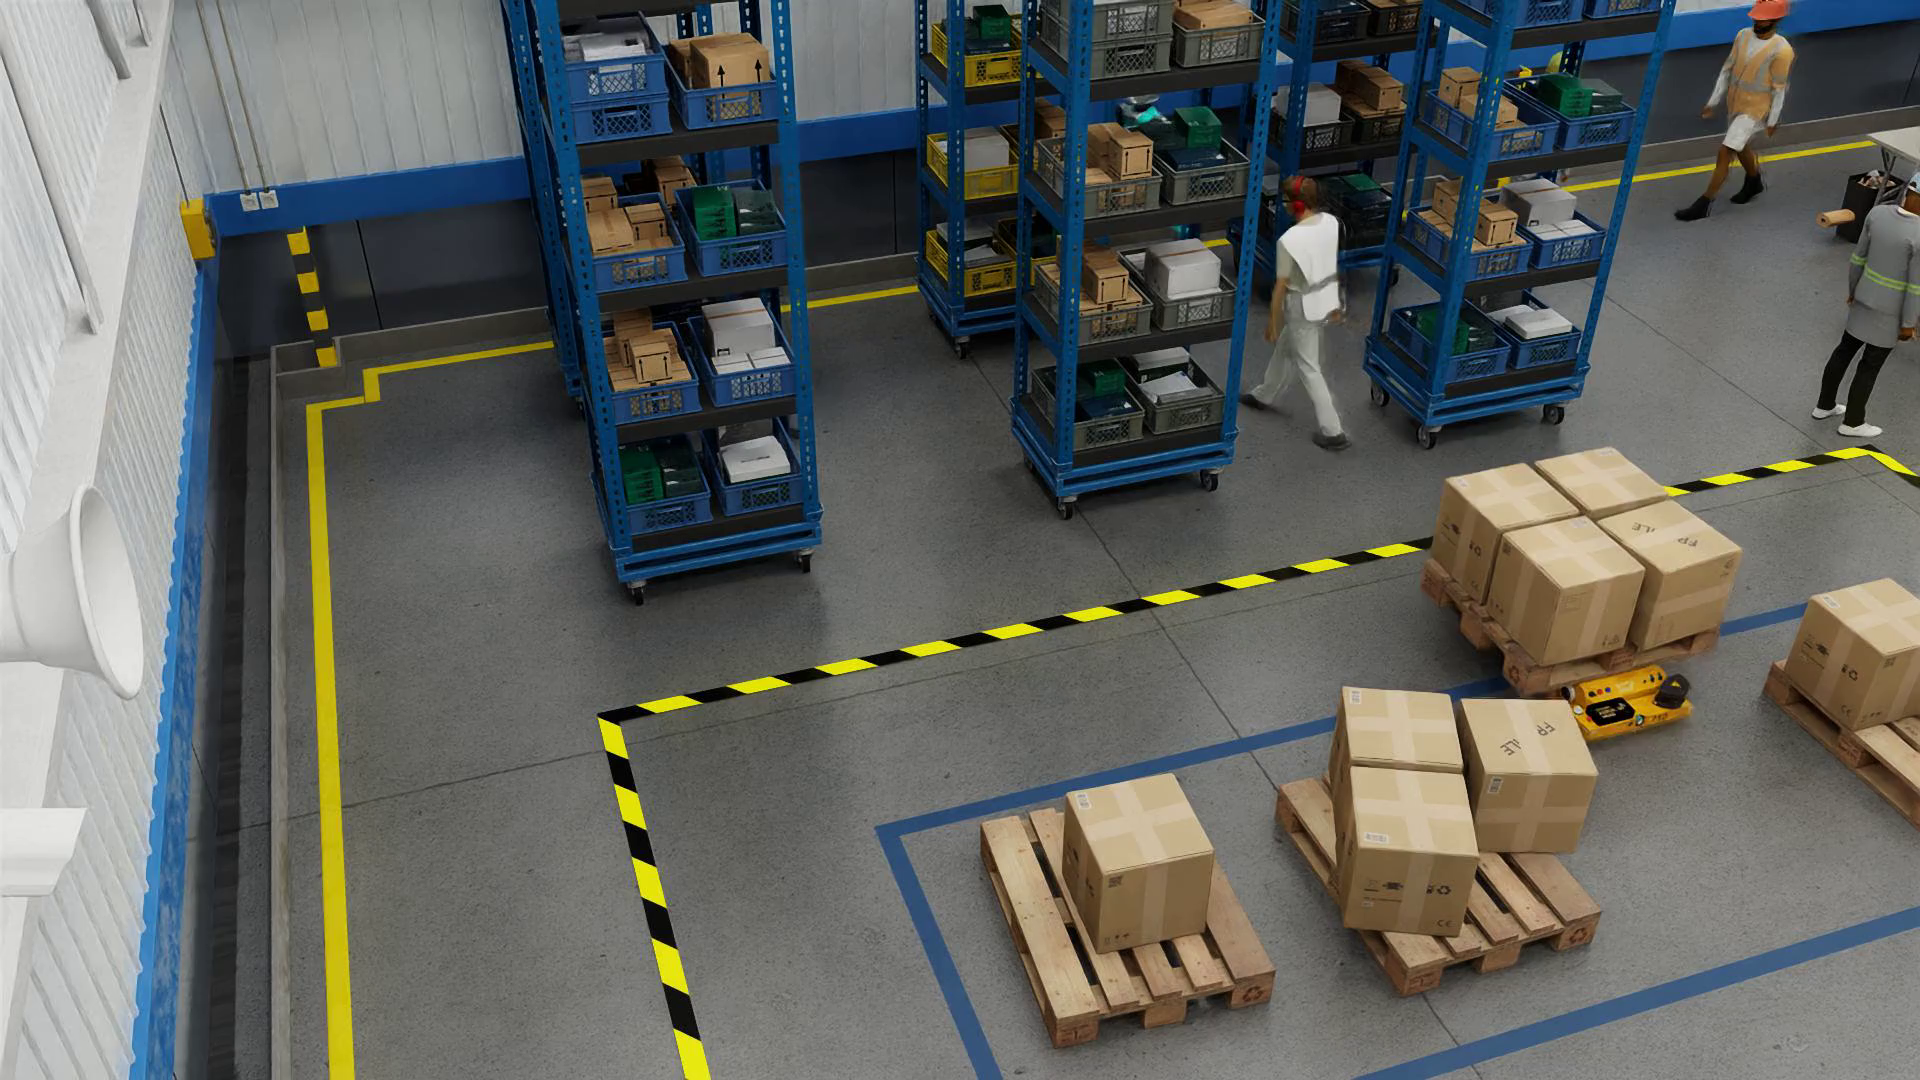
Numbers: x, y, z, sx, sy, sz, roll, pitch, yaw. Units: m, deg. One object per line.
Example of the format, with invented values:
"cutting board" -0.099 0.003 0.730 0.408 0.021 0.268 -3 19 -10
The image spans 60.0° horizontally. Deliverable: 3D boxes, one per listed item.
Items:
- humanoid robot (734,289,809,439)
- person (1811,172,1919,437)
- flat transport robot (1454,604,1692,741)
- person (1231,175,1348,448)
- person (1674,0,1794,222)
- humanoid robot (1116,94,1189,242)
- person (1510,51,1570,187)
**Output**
"humanoid robot" -1.260 -1.404 10.833 0.530 1.644 0.611 -6 36 -9
"person" 6.052 -1.549 10.882 0.397 1.848 0.587 -10 36 -14
"flat transport robot" 3.352 0.531 9.278 0.652 0.197 1.431 -11 37 -15
"person" 2.276 -1.497 10.862 0.972 1.788 0.618 27 43 32
"person" 6.546 -3.599 13.755 0.976 1.896 0.542 -11 37 -15
"humanoid robot" 1.562 -2.590 12.476 0.833 1.793 0.590 -24 42 -30
"person" 4.506 -2.931 12.930 0.492 1.742 0.318 16 38 21
